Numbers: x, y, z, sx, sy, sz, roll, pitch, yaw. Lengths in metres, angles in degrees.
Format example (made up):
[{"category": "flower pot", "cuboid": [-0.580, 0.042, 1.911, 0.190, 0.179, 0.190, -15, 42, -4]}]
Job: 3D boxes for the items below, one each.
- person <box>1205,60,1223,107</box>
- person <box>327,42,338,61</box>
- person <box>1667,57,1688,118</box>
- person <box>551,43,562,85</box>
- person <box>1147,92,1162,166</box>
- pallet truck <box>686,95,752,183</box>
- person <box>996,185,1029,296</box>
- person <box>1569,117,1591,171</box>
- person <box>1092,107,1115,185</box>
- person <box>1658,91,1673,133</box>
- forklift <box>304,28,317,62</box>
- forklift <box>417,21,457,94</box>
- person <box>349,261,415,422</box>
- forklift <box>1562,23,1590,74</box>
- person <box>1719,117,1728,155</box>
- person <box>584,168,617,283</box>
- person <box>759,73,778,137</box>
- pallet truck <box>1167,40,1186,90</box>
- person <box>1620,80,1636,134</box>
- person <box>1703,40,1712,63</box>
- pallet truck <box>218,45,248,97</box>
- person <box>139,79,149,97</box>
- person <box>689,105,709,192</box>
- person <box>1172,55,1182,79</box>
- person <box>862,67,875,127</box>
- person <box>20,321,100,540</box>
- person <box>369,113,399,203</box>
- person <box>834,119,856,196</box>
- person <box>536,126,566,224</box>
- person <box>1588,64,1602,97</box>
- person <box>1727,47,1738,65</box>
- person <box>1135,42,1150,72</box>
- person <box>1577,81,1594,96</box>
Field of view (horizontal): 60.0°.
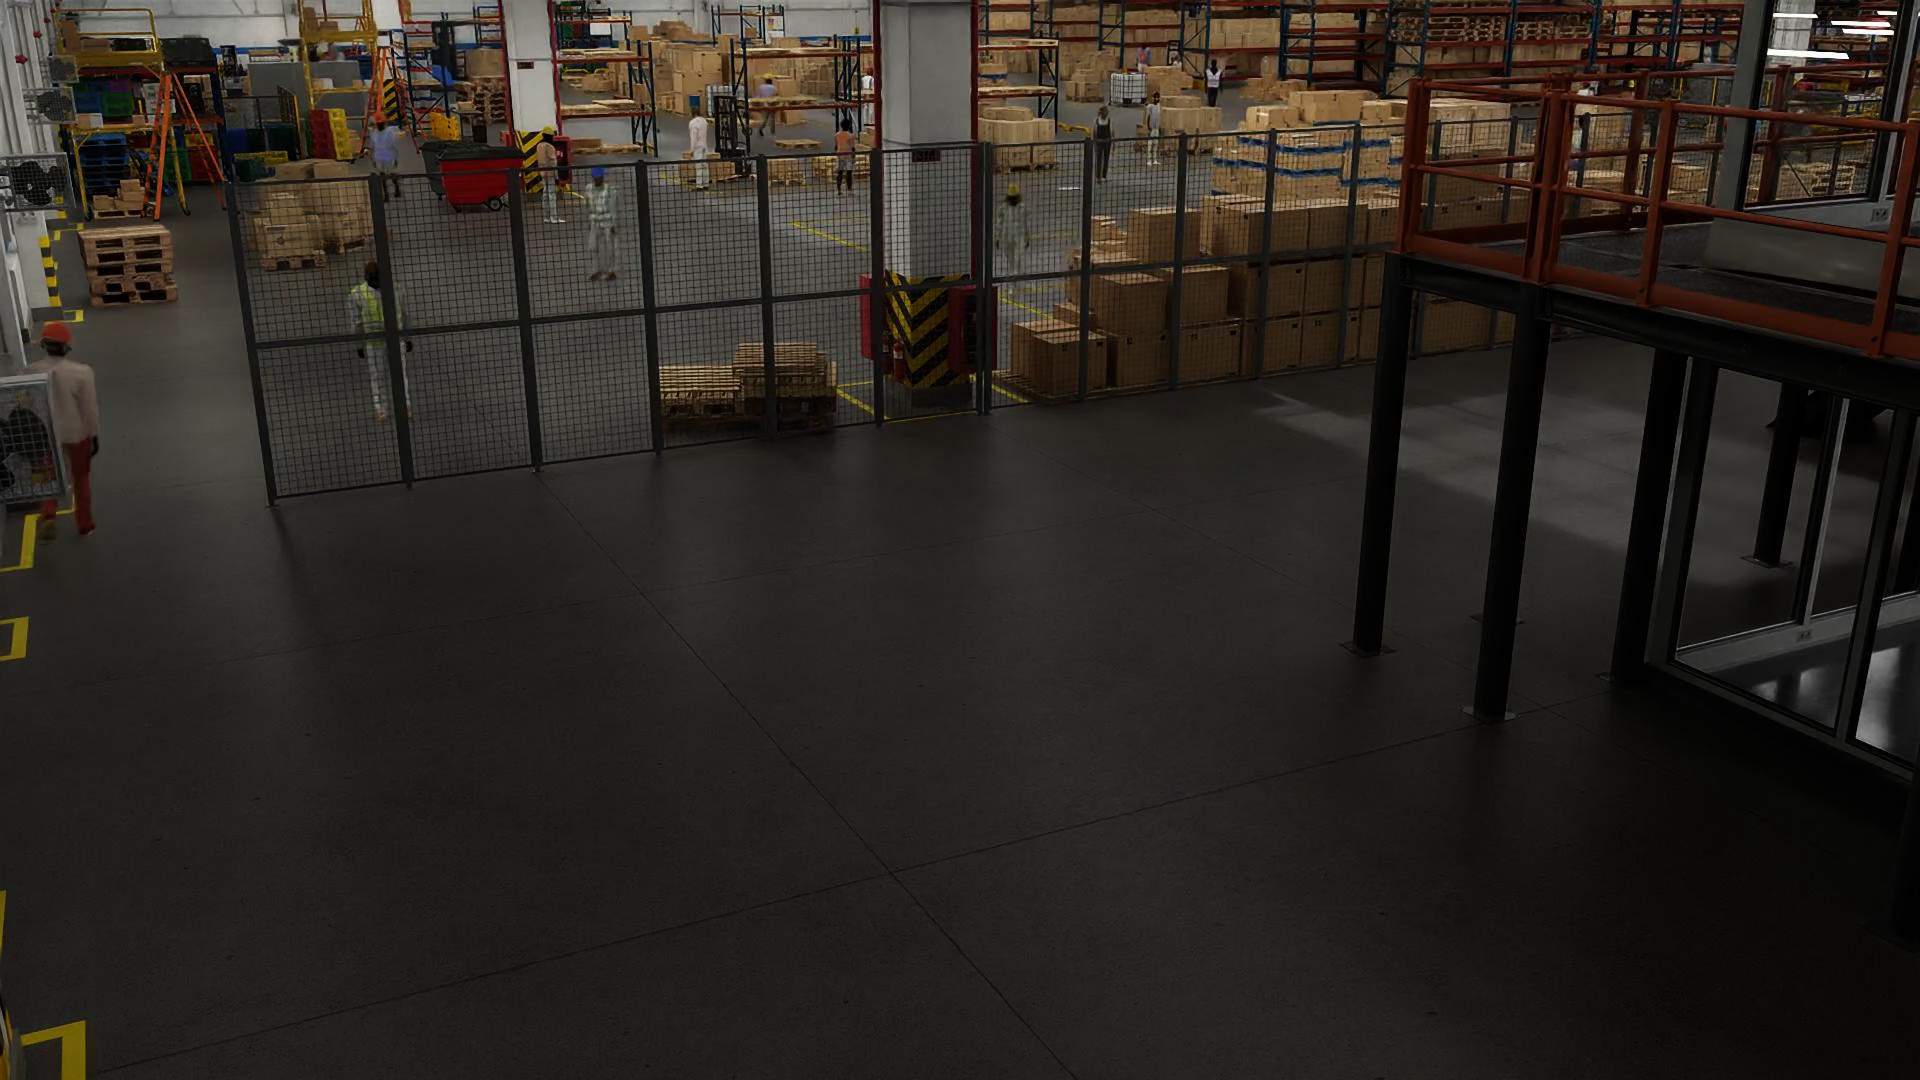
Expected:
[{"category": "person", "cuboid": [8.724, -15.550, 57.280, 0.608, 1.869, 0.998, 0, 19, 0]}, {"category": "person", "cuboid": [-28.158, -21.494, 74.478, 0.632, 1.884, 0.991, 0, 19, -1]}, {"category": "person", "cuboid": [24.447, -15.433, 56.745, 0.614, 1.993, 0.395, 6, 20, 18]}, {"category": "person", "cuboid": [-16.996, -19.912, 69.839, 0.554, 1.921, 0.447, -8, 21, -21]}, {"category": "person", "cuboid": [5.034, -10.624, 42.995, 0.530, 1.871, 0.323, -17, 26, -41]}, {"category": "pallet truck", "cuboid": [-5.836, -9.608, 39.856, 0.823, 1.965, 1.885, 10, 22, 27]}, {"category": "person", "cuboid": [0.840, -4.755, 26.228, 0.501, 1.702, 0.889, 4, 19, 12]}, {"category": "person", "cuboid": [13.335, -8.177, 35.883, 0.607, 1.874, 0.634, -9, 21, -24]}, {"category": "person", "cuboid": [3.396, -9.362, 39.452, 0.532, 1.807, 0.955, 1, 19, 2]}, {"category": "person", "cuboid": [18.365, -10.769, 43.441, 0.520, 1.855, 0.429, -4, 19, -11]}, {"category": "forklift", "cuboid": [-23.502, -17.147, 60.375, 1.873, 2.768, 1.129, -9, 21, -25]}, {"category": "forklift", "cuboid": [-21.158, -19.650, 67.631, 1.129, 2.768, 1.873, 13, 23, 33]}, {"category": "person", "cuboid": [-6.501, -2.243, 18.766, 0.652, 1.831, 0.430, -12, 22, -31]}, {"category": "forklift", "cuboid": [24.087, -19.116, 66.085, 1.873, 2.768, 1.129, -9, 21, -25]}, {"category": "person", "cuboid": [16.175, -7.954, 35.160, 0.364, 1.933, 0.543, 10, 21, 26]}, {"category": "person", "cuboid": [-5.832, -5.121, 26.976, 0.617, 1.908, 0.762, 5, 20, 13]}, {"category": "person", "cuboid": [-5.769, -13.049, 49.966, 0.592, 1.909, 0.658, 9, 21, 23]}, {"category": "pallet truck", "cuboid": [9.045, -19.971, 69.895, 0.823, 1.965, 1.885, -3, 19, -8]}, {"category": "person", "cuboid": [19.716, -12.676, 49.115, 0.543, 1.753, 0.466, 4, 19, 11]}, {"category": "person", "cuboid": [32.517, -20.772, 72.211, 0.807, 2.011, 0.624, 9, 21, 24]}, {"category": "pallet truck", "cuboid": [-28.879, -18.665, 66.111, 0.823, 1.965, 1.885, -3, 19, -9]}, {"category": "person", "cuboid": [-25.129, -13.428, 51.484, 0.524, 1.631, 0.323, 9, 21, 24]}, {"category": "person", "cuboid": [-5.978, -8.939, 38.006, 0.375, 1.939, 0.628, 8, 21, 22]}, {"category": "person", "cuboid": [8.559, -18.303, 65.603, 0.519, 1.636, 0.312, -16, 25, -38]}, {"category": "person", "cuboid": [-2.911, -14.252, 53.509, 0.568, 1.878, 0.351, 15, 24, 37]}, {"category": "person", "cuboid": [-7.957, -0.928, 14.743, 0.627, 1.965, 0.720, -4, 19, -11]}, {"category": "person", "cuboid": [-12.575, -8.367, 36.376, 0.550, 1.921, 0.622, -1, 19, -1]}, {"category": "person", "cuboid": [-2.591, -8.618, 37.457, 0.535, 1.691, 0.321, 8, 20, 21]}, {"category": "person", "cuboid": [-8.216, -7.309, 33.299, 0.587, 1.927, 0.365, 18, 26, 42]}, {"category": "person", "cuboid": [19.828, -13.870, 52.145, 0.536, 2.000, 0.688, 2, 19, 5]}, {"category": "person", "cuboid": [33.713, -20.653, 72.451, 0.656, 1.608, 0.511, -10, 22, -28]}, {"category": "person", "cuboid": [8.077, -21.051, 73.350, 0.665, 1.796, 0.938, 6, 20, 16]}, {"category": "person", "cuboid": [17.988, -12.337, 47.875, 0.509, 1.917, 0.589, -17, 25, -41]}]
